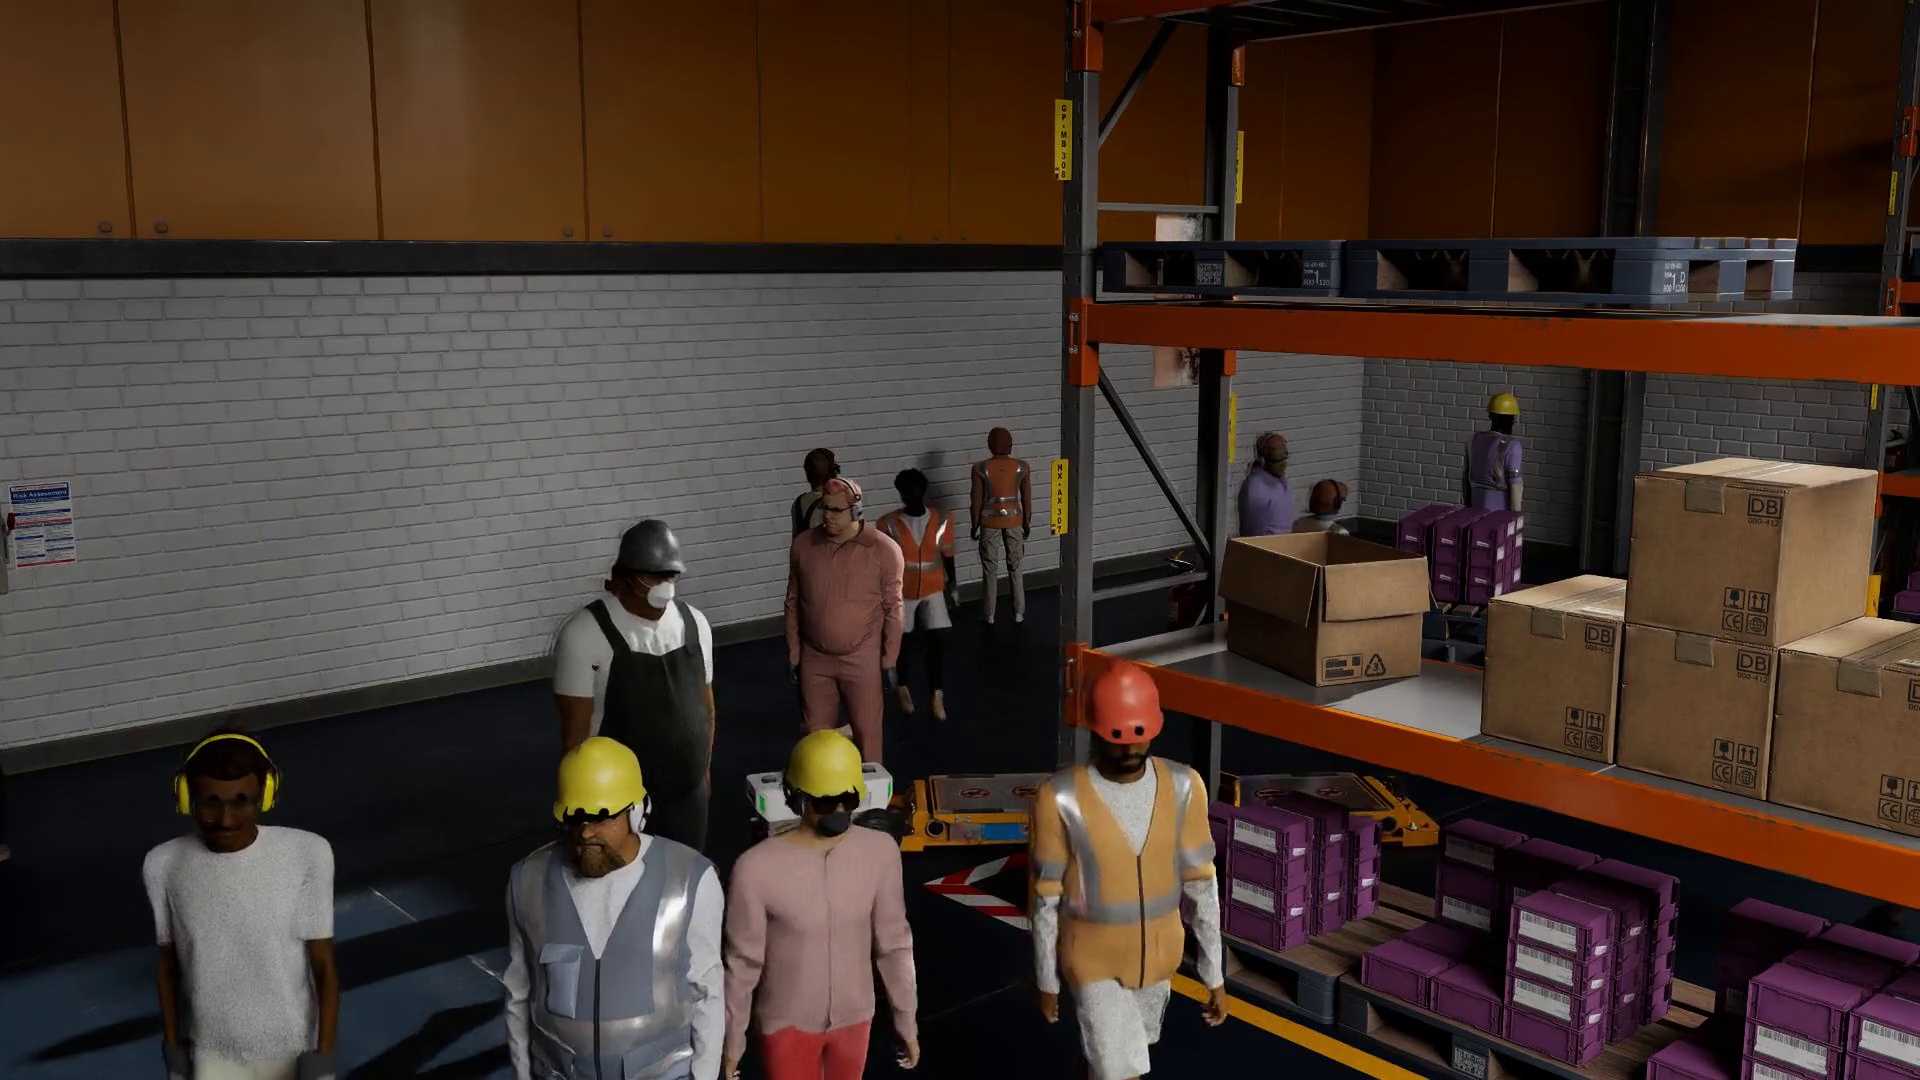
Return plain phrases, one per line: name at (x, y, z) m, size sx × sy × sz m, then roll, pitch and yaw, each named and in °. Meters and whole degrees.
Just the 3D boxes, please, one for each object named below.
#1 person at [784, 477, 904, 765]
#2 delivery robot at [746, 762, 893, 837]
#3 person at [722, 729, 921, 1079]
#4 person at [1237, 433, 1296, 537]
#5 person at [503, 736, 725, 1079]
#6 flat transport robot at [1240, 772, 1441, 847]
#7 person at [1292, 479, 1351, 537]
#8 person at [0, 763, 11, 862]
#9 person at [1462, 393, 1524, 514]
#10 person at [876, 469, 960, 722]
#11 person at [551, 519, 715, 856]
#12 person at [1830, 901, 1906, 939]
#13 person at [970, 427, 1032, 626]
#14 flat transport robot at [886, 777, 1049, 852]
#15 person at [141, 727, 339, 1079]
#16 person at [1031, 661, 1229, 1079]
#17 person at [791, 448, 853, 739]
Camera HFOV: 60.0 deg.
person at (-0.621, 0.615, 8.690) m, size 0.636 × 1.903 × 0.405 m, roll 2°, pitch 10°, yaw 12°
delivery robot at (-0.713, 1.288, 8.408) m, size 0.707 × 0.478 × 0.477 m, roll -3°, pitch 10°, yaw -18°
person at (-0.352, 1.384, 4.630) m, size 0.549 × 1.738 × 0.710 m, roll -6°, pitch 11°, yaw -30°
person at (2.094, 0.191, 11.262) m, size 0.400 × 1.868 × 0.716 m, roll 4°, pitch 10°, yaw 20°
person at (-0.906, 1.393, 4.365) m, size 0.586 × 1.825 × 0.403 m, roll 0°, pitch 10°, yaw 2°
flat transport robot at (1.728, 1.421, 8.732) m, size 1.431 × 0.197 × 0.652 m, roll -1°, pitch 10°, yaw -5°
person at (2.328, 0.419, 10.646) m, size 0.485 × 1.621 × 0.538 m, roll -4°, pitch 11°, yaw -24°
person at (-4.996, 0.645, 8.247) m, size 0.618 × 1.993 × 0.393 m, roll 8°, pitch 12°, yaw 39°
person at (4.392, -0.248, 13.660) m, size 0.379 × 1.925 × 0.594 m, roll -5°, pitch 11°, yaw -27°
person at (-0.274, 0.358, 10.860) m, size 0.591 × 1.660 × 0.630 m, roll -2°, pitch 10°, yaw -13°
person at (-1.286, 0.887, 6.686) m, size 0.692 × 2.000 × 0.709 m, roll -8°, pitch 12°, yaw -38°
person at (4.265, 0.915, 6.958) m, size 0.971 × 1.899 × 0.557 m, roll 7°, pitch 12°, yaw 34°
person at (0.335, -0.109, 13.695) m, size 0.523 × 1.636 × 0.310 m, roll -2°, pitch 10°, yaw -10°
flat transport robot at (0.297, 1.419, 8.745) m, size 1.431 × 0.197 × 0.652 m, roll -1°, pitch 10°, yaw -3°
person at (-1.857, 1.401, 4.310) m, size 0.484 × 1.831 × 0.828 m, roll -2°, pitch 10°, yaw -12°
person at (0.483, 1.251, 5.064) m, size 0.564 × 1.880 × 1.042 m, roll -3°, pitch 10°, yaw -19°
person at (-0.851, 0.339, 10.467) m, size 0.345 × 1.847 × 0.508 m, roll -9°, pitch 13°, yaw -42°
